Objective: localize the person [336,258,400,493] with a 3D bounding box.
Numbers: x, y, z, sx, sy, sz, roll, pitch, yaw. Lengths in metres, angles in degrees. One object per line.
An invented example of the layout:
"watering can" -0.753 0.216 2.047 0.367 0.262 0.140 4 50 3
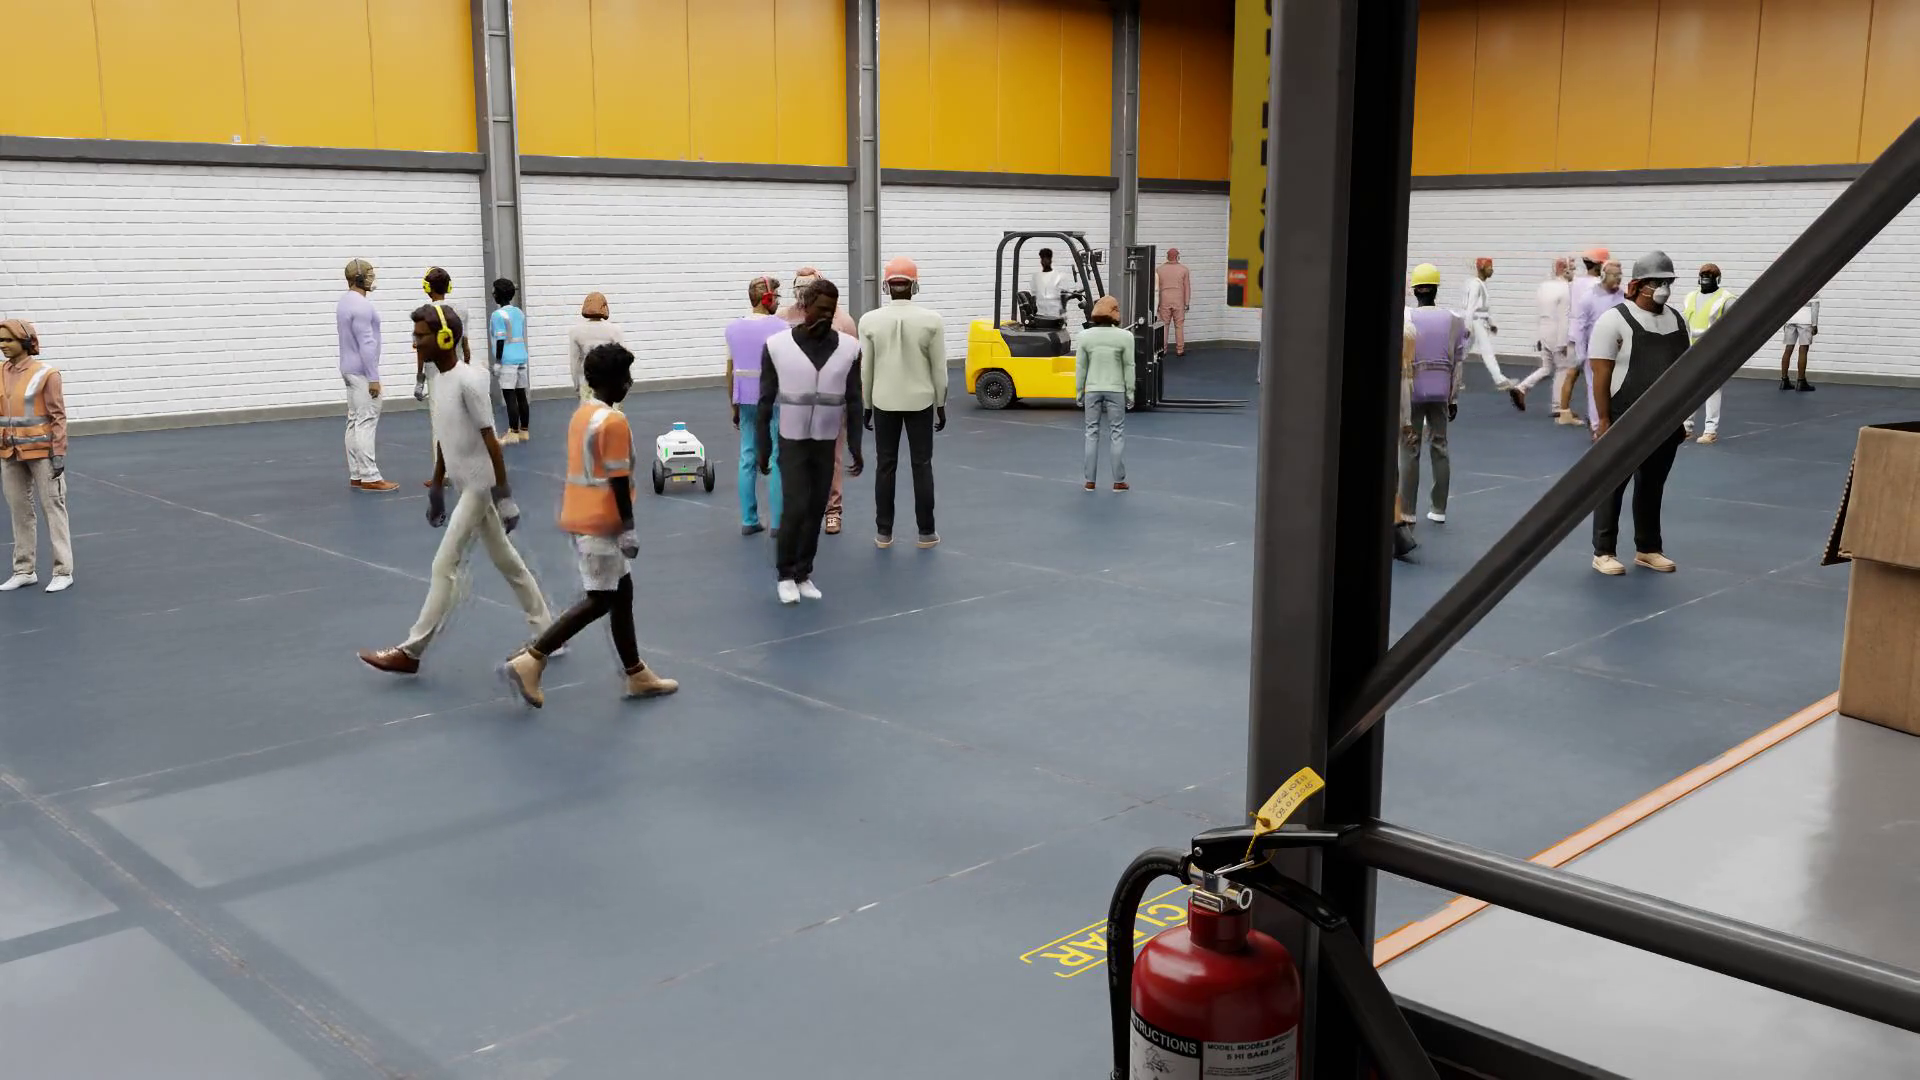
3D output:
"person" -4.964 -1.361 13.846 0.372 1.940 0.627 -7 13 -34

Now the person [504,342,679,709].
"person" -1.698 -0.060 7.508 0.753 1.655 0.550 -5 12 -25

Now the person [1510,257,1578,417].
"person" 6.911 -2.370 19.499 0.681 1.889 0.655 -1 10 -7

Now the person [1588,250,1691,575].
"person" 4.334 -0.798 10.493 0.682 2.000 0.537 -3 11 -16

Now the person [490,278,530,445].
"person" -4.598 -1.813 16.964 0.322 1.696 0.536 2 11 13

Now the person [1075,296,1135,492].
"person" 1.211 -1.216 13.885 0.503 1.632 0.291 3 11 15

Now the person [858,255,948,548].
"person" -0.384 -0.932 11.349 0.612 1.997 0.375 1 10 3

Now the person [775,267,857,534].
"person" -1.067 -0.988 11.897 0.655 1.906 0.407 2 11 11

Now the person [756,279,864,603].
"person" -0.876 -0.562 9.647 0.607 1.886 0.567 -5 11 -25

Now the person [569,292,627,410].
"person" -3.222 -1.393 14.849 0.500 1.633 0.285 0 10 2

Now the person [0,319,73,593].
"person" -5.585 -0.502 9.974 0.516 1.641 0.308 2 11 9

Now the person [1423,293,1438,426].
"person" 5.243 -2.096 18.695 0.315 1.632 0.530 2 11 9

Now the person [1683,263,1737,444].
"person" 7.657 -1.921 17.156 0.429 1.846 0.629 -6 12 -30

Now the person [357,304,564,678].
"person" -2.427 -0.236 8.074 1.026 1.802 0.534 -6 12 -30

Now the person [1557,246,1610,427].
"person" 7.090 -2.251 18.519 0.890 2.012 0.612 -3 11 -18

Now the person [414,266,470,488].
"person" -4.382 -1.372 14.091 0.329 1.872 0.507 10 14 44

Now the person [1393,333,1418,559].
"person" 2.801 -0.829 11.122 0.571 1.885 0.949 -6 12 -28

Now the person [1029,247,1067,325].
"person" 1.367 -3.546 25.735 0.624 1.947 0.564 3 11 15

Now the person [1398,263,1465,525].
"person" 3.412 -1.069 12.294 0.589 1.924 0.383 -2 10 -8

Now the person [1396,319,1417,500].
"person" 3.011 -0.979 12.012 0.504 1.847 0.344 6 12 28

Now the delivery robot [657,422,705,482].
"delivery robot" -2.360 -0.748 14.020 0.477 0.478 0.707 -3 11 -15

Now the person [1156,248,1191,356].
"person" 3.754 -4.193 29.373 0.643 1.909 0.410 3 11 14

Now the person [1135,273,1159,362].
"person" 2.920 -3.662 26.484 0.428 1.913 0.601 -7 12 -33

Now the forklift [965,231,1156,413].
"forklift" 1.222 -2.721 20.561 2.313 2.155 1.214 2 11 13

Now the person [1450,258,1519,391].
"person" 7.194 -2.965 22.928 1.029 1.819 0.579 4 11 22

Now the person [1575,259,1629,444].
"person" 6.539 -1.892 16.863 0.666 1.893 0.661 -2 11 -11

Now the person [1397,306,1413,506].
"person" 3.311 -1.198 13.106 0.573 1.883 0.354 3 11 17

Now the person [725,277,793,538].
"person" -1.407 -0.932 11.775 0.564 1.839 0.396 6 12 29

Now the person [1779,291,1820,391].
"person" 11.551 -3.011 22.844 0.355 1.939 0.544 -5 12 -27
